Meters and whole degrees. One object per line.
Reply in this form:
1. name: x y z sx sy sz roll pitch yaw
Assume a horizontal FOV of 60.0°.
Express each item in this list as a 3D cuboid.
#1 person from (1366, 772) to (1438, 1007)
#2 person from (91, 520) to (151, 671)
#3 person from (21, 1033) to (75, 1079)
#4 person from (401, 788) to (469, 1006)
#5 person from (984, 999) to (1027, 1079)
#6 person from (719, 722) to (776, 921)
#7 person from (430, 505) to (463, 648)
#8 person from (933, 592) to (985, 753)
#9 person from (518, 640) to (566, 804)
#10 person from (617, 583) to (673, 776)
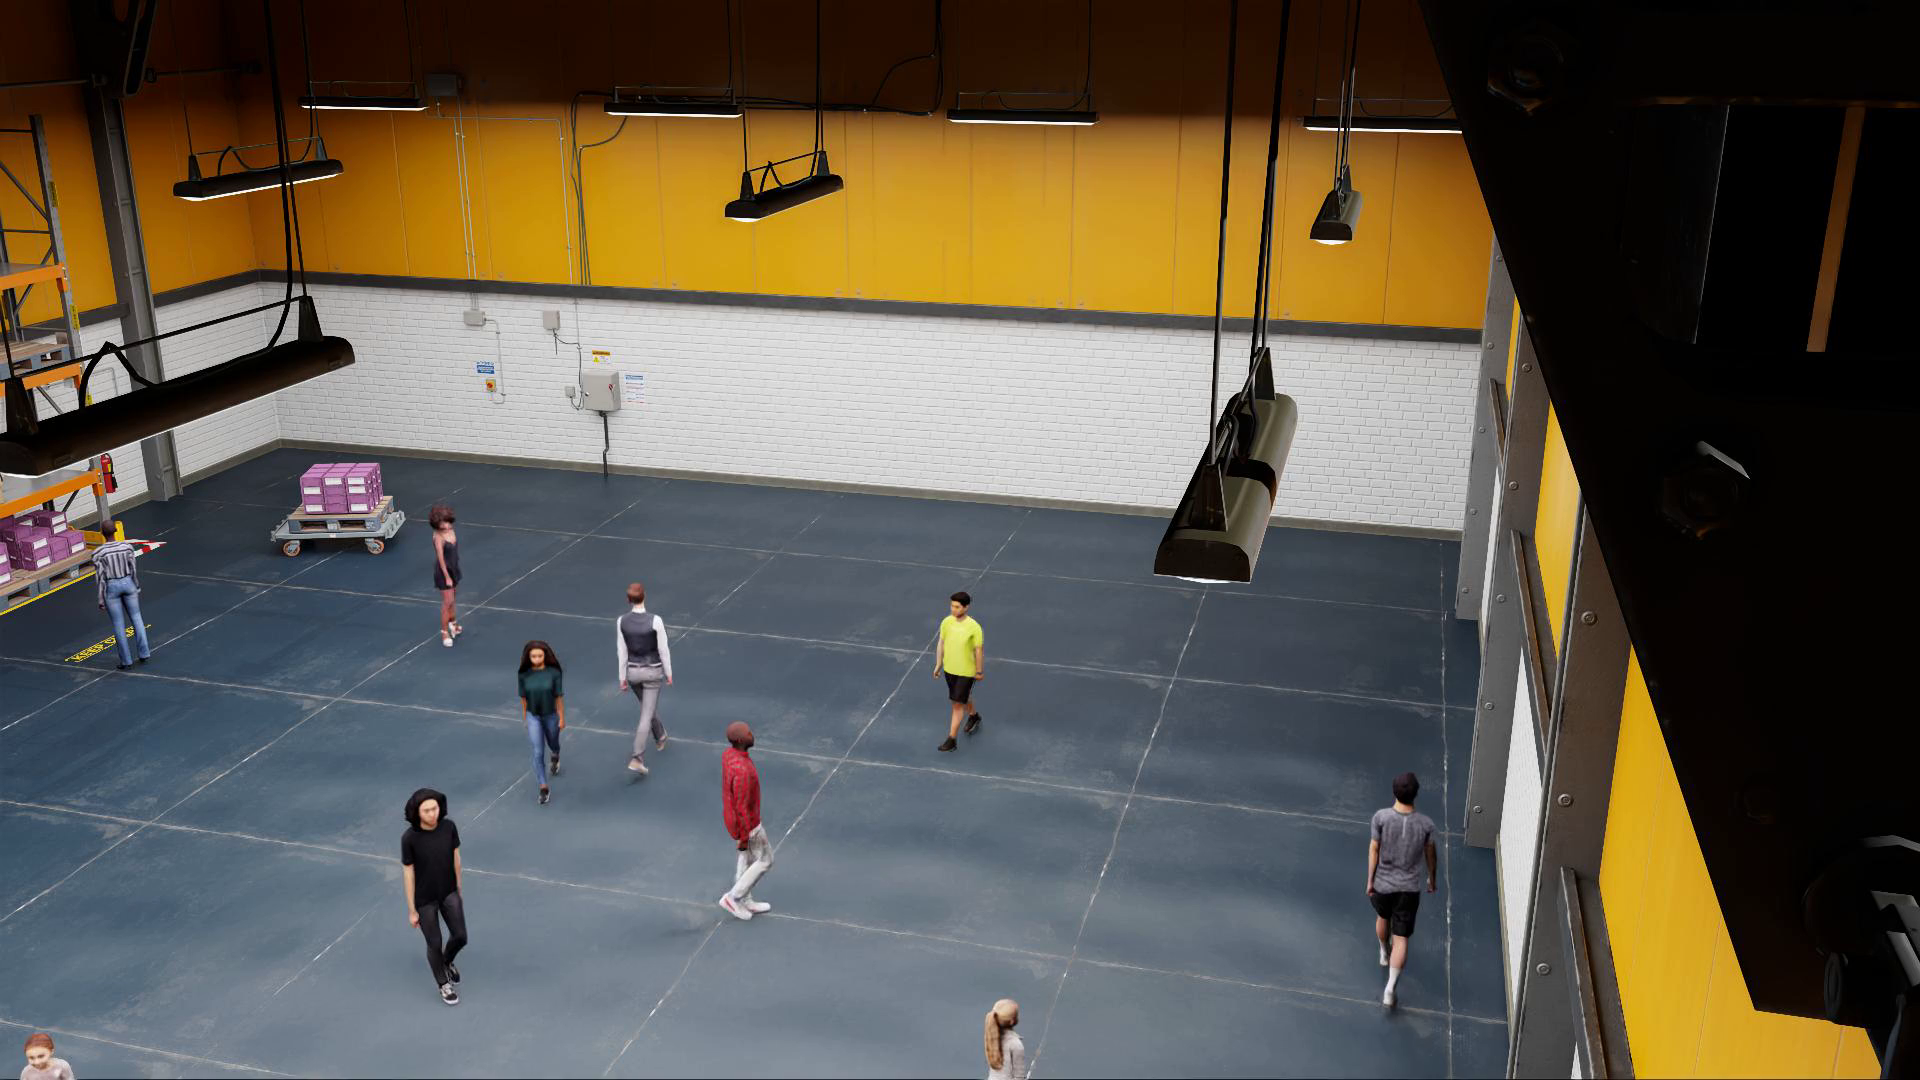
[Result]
1. person: 3.392 2.722 12.899 0.730 1.838 1.200 6 20 18
2. person: -9.695 0.625 19.196 0.770 1.794 0.632 15 24 37
3. person: -5.930 3.736 10.934 0.753 1.171 0.877 -6 20 -17
4. person: -4.108 2.723 12.925 0.799 1.820 0.866 -14 23 -36
5. person: 0.274 3.643 11.055 0.701 1.270 0.644 -14 23 -36
6. person: -1.890 2.372 13.989 0.899 1.807 0.833 -7 20 -20
7. person: -6.154 0.381 19.961 0.834 1.767 0.603 -2 19 -6
8. person: 0.039 1.312 17.350 0.879 1.669 1.188 12 22 32
9. person: -4.072 1.708 16.308 0.873 1.583 1.140 -3 19 -9
10. person: -3.204 1.401 16.709 0.646 1.909 1.232 5 19 16
